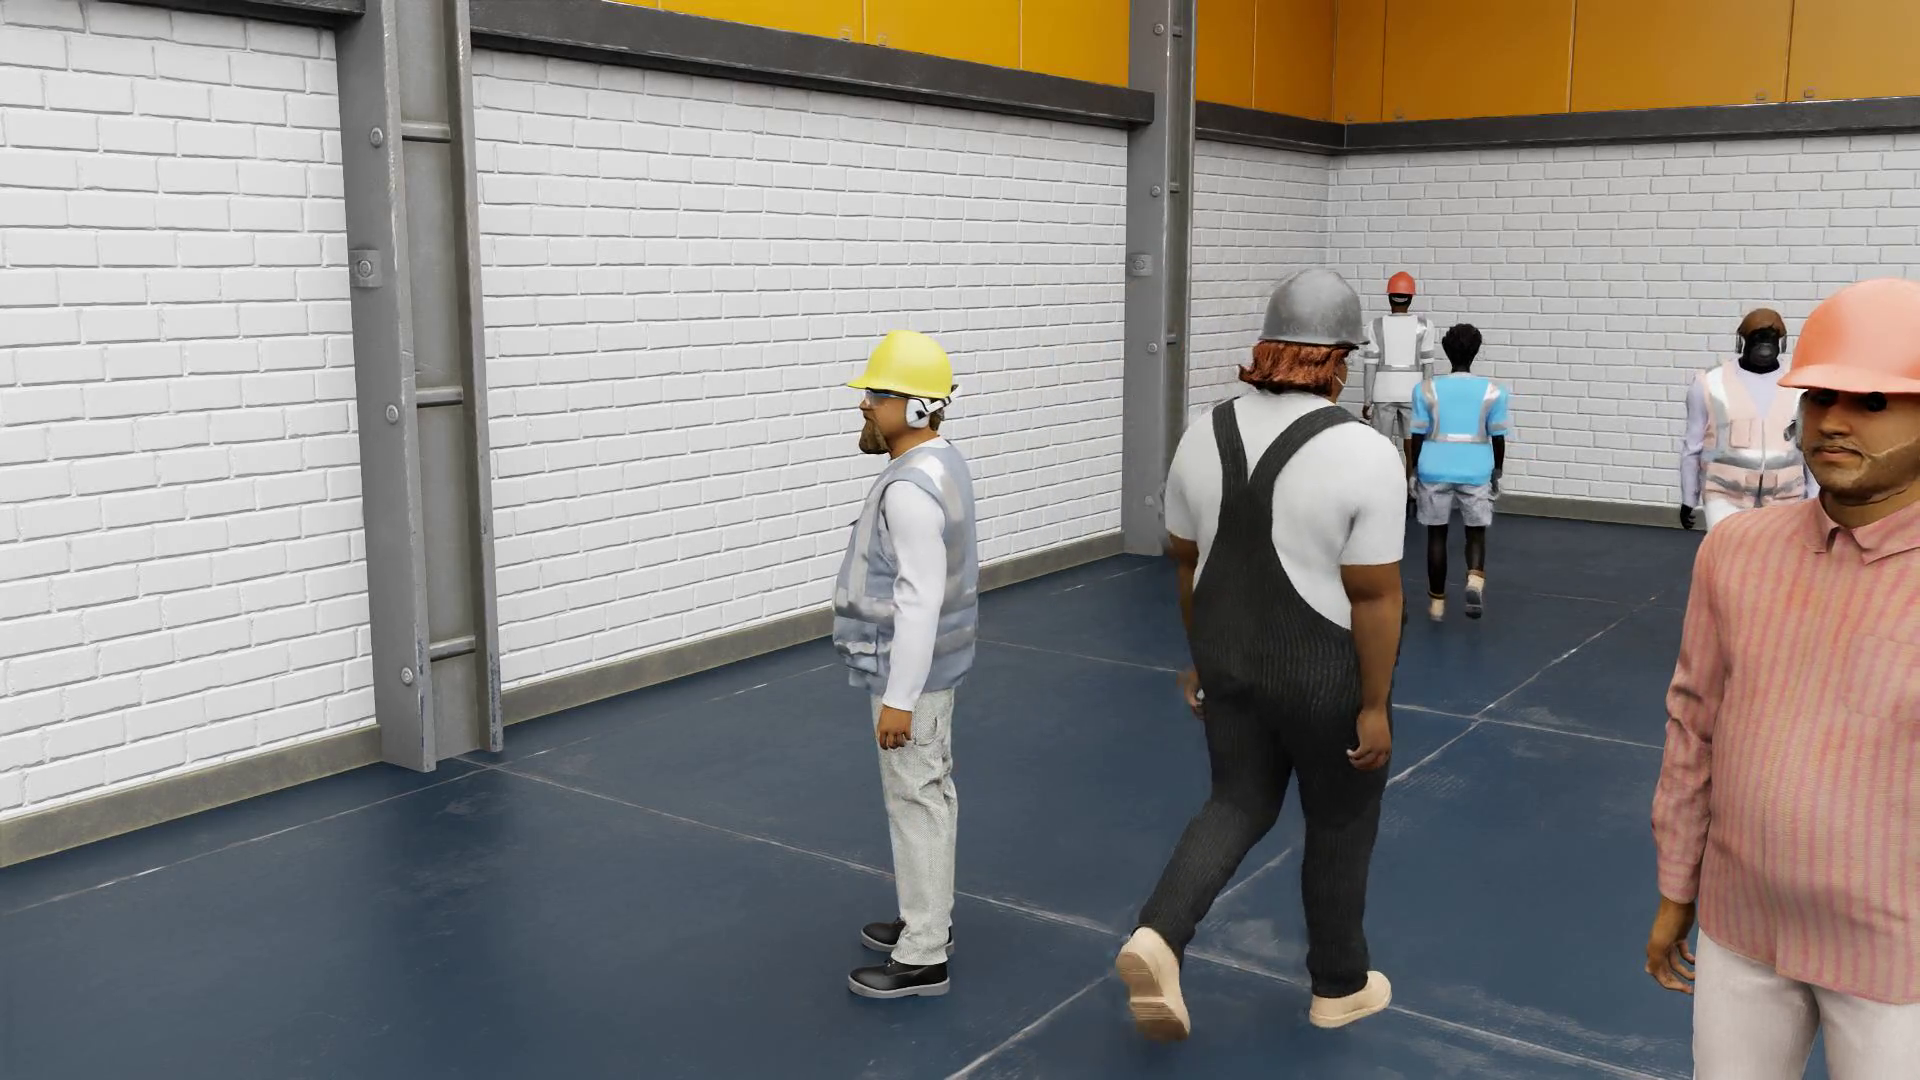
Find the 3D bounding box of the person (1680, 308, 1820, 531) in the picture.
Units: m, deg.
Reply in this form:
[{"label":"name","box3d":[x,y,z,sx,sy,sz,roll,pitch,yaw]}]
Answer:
[{"label":"person","box3d":[3.844,-0.228,8.102,0.632,1.813,0.912,2,10,13]}]

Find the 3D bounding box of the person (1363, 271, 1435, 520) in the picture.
[{"label":"person","box3d":[3.424,-1.123,13.030,0.542,1.939,0.364,2,10,11]}]

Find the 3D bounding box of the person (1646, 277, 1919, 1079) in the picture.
[{"label":"person","box3d":[1.343,0.604,2.573,0.375,1.997,0.612,-6,11,-34]}]

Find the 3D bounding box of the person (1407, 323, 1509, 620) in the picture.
[{"label":"person","box3d":[2.750,-0.355,9.219,0.537,1.687,0.471,2,10,12]}]

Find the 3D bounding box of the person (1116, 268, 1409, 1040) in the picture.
[{"label":"person","box3d":[0.799,0.305,4.225,0.812,2.000,0.689,-9,13,-42]}]

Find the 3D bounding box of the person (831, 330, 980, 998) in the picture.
[{"label":"person","box3d":[-0.150,0.340,4.615,0.404,1.836,0.600,1,10,5]}]
